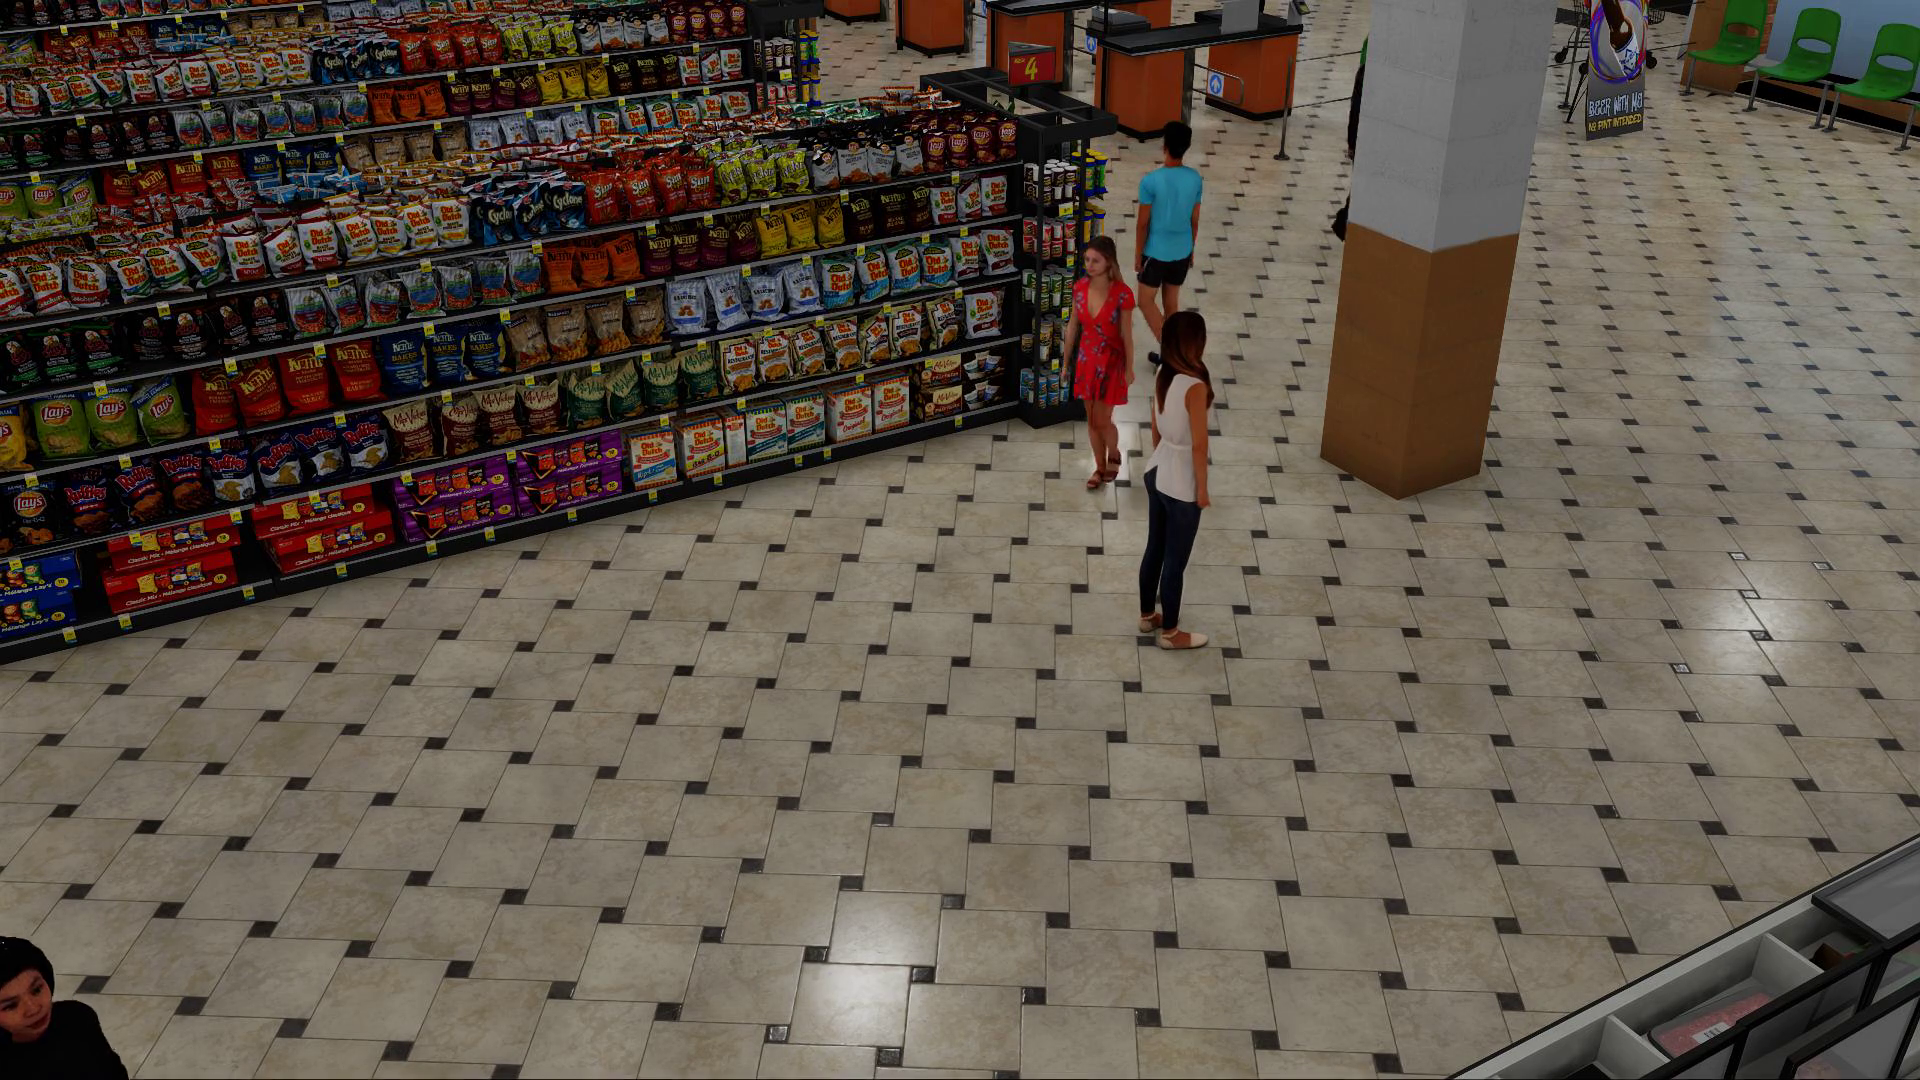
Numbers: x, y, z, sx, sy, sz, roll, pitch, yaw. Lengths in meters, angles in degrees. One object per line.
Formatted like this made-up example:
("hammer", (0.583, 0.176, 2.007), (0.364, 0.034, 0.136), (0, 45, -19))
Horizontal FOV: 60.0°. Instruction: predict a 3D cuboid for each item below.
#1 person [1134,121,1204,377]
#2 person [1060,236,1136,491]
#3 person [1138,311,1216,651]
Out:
("person", (1.439, -1.908, 11.256), (0.858, 1.765, 0.791), (-8, 30, -15))
("person", (0.885, -1.063, 9.898), (0.705, 1.582, 0.748), (18, 33, 29))
("person", (1.057, -0.289, 8.270), (0.566, 1.785, 0.621), (-11, 30, -19))
